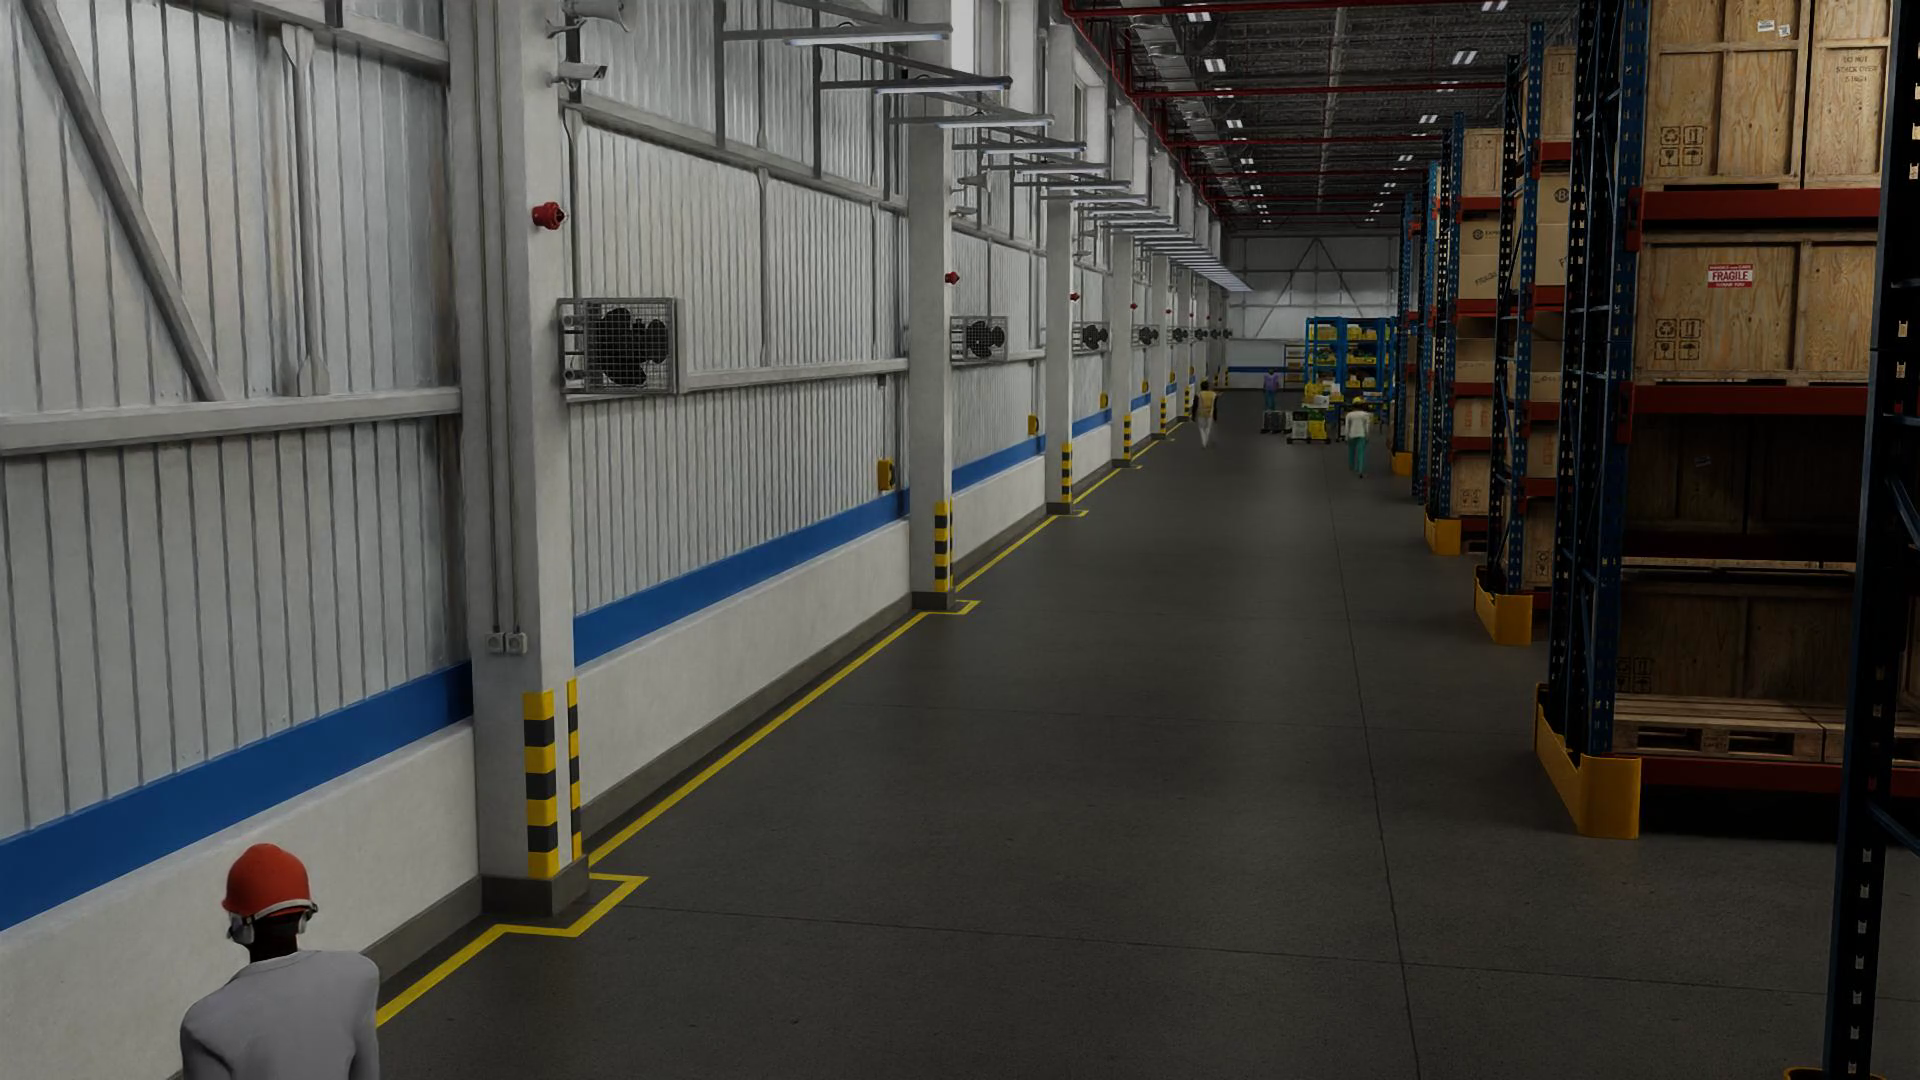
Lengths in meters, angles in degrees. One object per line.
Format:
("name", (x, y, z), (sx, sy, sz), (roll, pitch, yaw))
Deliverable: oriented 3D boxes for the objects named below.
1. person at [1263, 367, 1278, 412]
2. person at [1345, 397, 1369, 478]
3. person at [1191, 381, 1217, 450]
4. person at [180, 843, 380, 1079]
("person", (11.613, -5.568, 62.278), (0.593, 1.792, 0.992), (3, 8, 23))
("person", (8.489, -2.198, 35.578), (0.520, 1.723, 0.925), (1, 7, 9))
("person", (6.397, -3.278, 43.839), (0.646, 1.811, 0.780), (-2, 7, -15))
("person", (-1.820, 1.673, 4.462), (0.333, 1.749, 0.574), (5, 9, 35))
